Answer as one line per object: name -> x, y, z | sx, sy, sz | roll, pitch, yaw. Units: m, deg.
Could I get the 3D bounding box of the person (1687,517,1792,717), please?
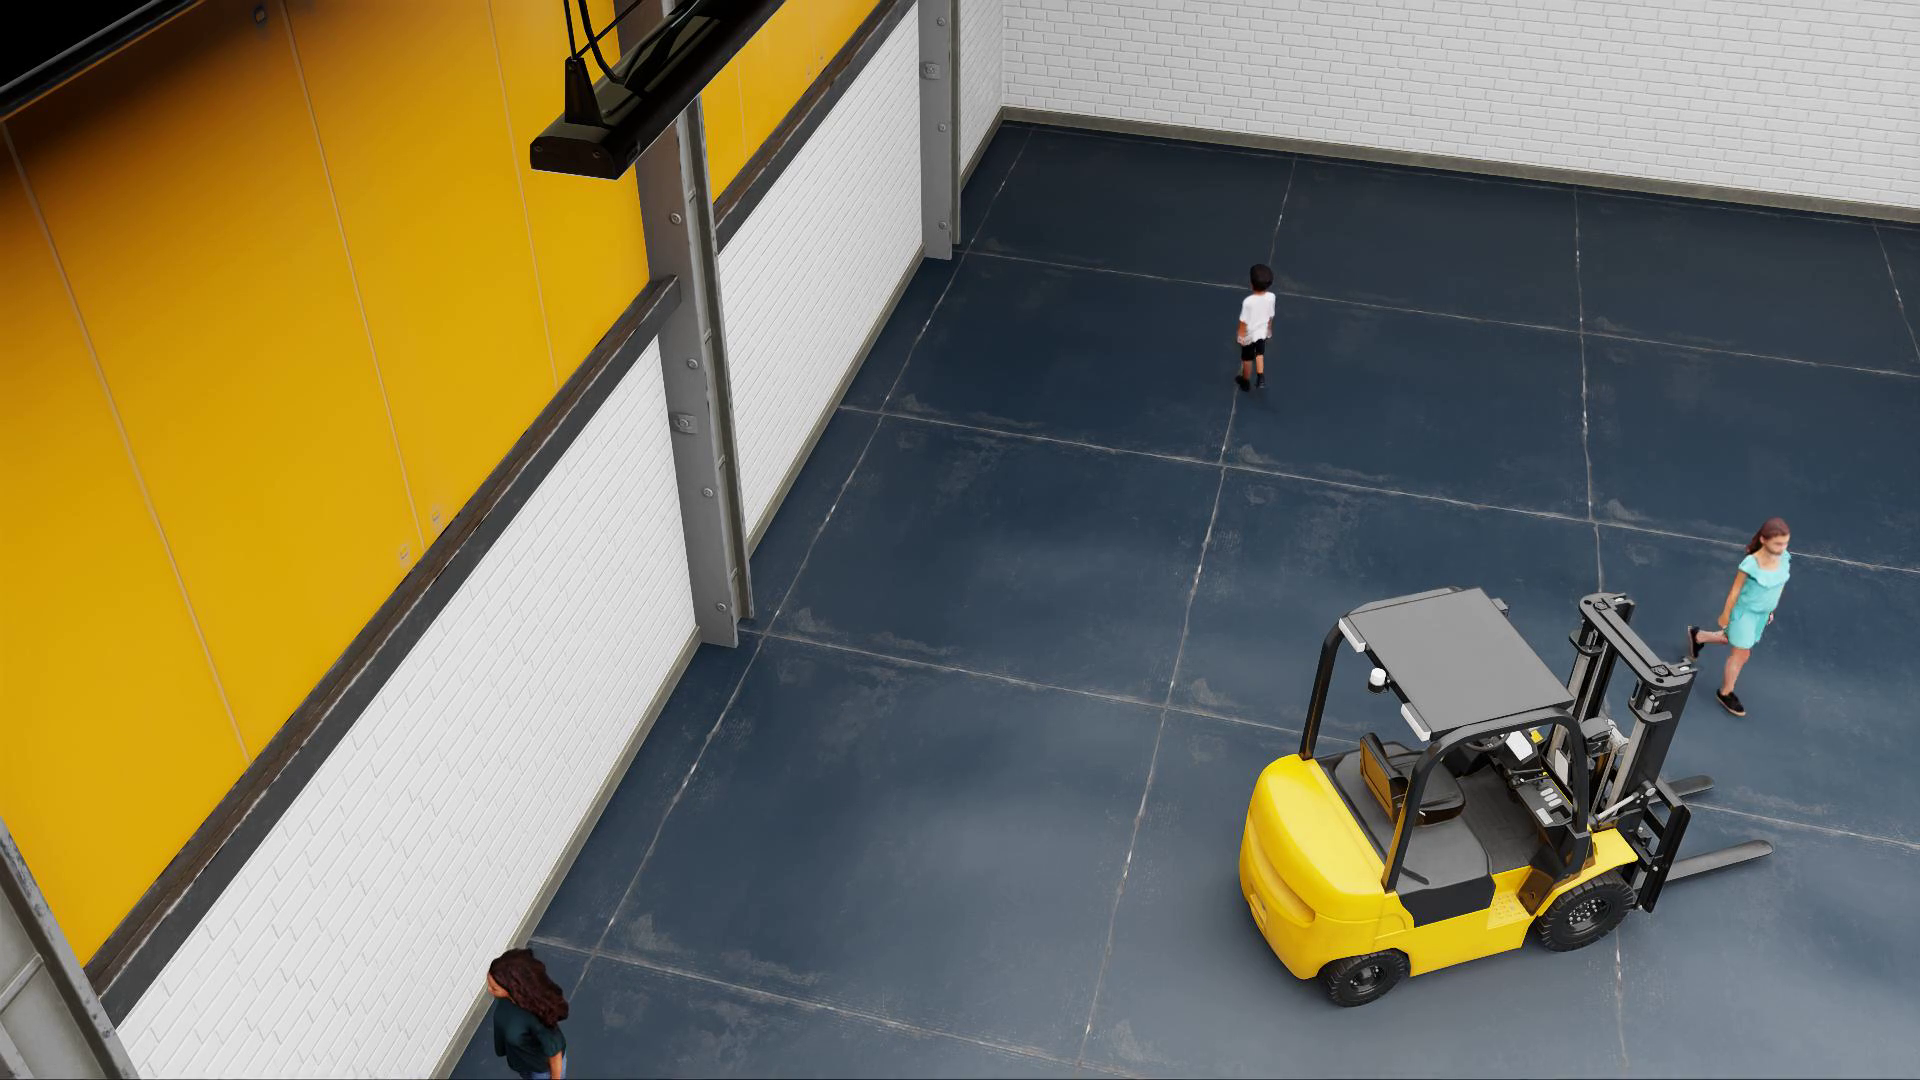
person -> 5.376, 0.444, 11.428 | 0.882, 1.544, 0.992 | -14, 41, -17

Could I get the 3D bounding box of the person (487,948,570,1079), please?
person -> -2.175, 2.662, 8.595 | 0.755, 1.614, 0.712 | -27, 46, -30

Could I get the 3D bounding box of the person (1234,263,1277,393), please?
person -> 2.600, -1.809, 14.480 | 0.642, 1.256, 0.707 | -14, 41, -16
